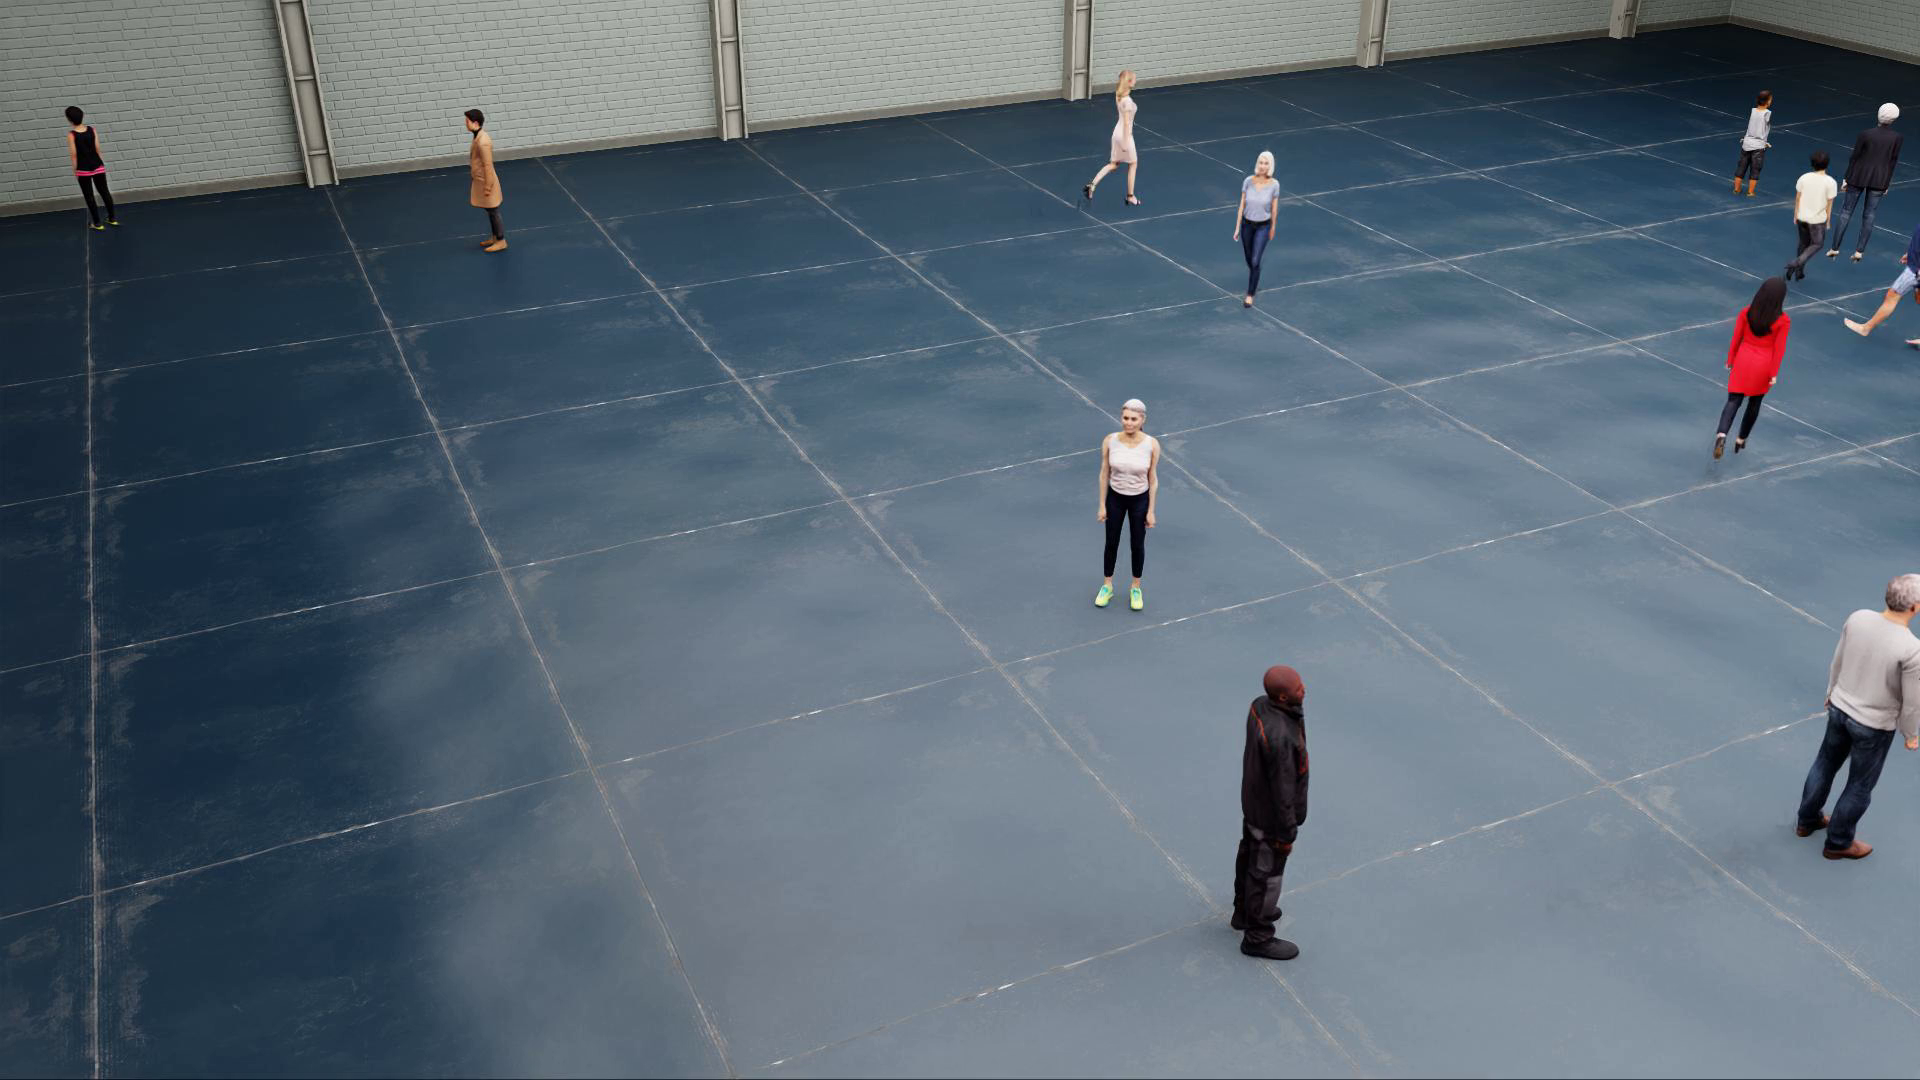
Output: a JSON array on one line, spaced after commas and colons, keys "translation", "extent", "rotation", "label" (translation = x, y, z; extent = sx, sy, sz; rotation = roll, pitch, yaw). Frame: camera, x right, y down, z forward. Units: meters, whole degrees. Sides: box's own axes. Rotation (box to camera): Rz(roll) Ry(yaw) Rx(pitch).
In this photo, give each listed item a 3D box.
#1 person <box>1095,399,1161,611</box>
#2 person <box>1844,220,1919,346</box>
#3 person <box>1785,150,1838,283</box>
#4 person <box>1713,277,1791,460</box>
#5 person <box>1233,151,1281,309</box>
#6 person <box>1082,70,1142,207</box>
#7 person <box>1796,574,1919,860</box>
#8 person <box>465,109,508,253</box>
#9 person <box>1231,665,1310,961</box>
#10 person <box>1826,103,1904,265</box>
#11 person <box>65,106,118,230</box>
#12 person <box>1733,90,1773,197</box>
[{"translation": [1.276, -0.285, 12.633], "extent": [0.651, 1.702, 0.739], "rotation": [5, 29, 10], "label": "person"}, {"translation": [10.111, -2.816, 17.371], "extent": [1.067, 1.715, 1.169], "rotation": [18, 33, 31], "label": "person"}, {"translation": [9.771, -3.675, 19.153], "extent": [0.906, 1.557, 0.702], "rotation": [-16, 32, -27], "label": "person"}, {"translation": [7.055, -1.485, 14.861], "extent": [0.916, 1.725, 1.112], "rotation": [20, 34, 32], "label": "person"}, {"translation": [3.349, -3.536, 18.755], "extent": [1.023, 1.686, 1.159], "rotation": [14, 31, 24], "label": "person"}, {"translation": [2.042, -5.243, 21.835], "extent": [1.063, 1.803, 0.639], "rotation": [-9, 29, -17], "label": "person"}, {"translation": [5.364, 1.062, 9.887], "extent": [0.667, 1.906, 0.771], "rotation": [-9, 29, -17], "label": "person"}, {"translation": [-5.796, -4.411, 20.354], "extent": [0.597, 1.726, 0.641], "rotation": [-12, 30, -21], "label": "person"}, {"translation": [1.698, 1.471, 9.203], "extent": [0.726, 1.826, 0.772], "rotation": [-2, 28, -4], "label": "person"}, {"translation": [9.886, -3.921, 18.186], "extent": [0.822, 1.781, 0.784], "rotation": [11, 30, 20], "label": "person"}, {"translation": [-11.083, -4.752, 21.180], "extent": [0.686, 1.551, 0.598], "rotation": [19, 34, 32], "label": "person"}, {"translation": [10.780, -5.417, 22.531], "extent": [0.598, 1.456, 0.638], "rotation": [-24, 36, -37], "label": "person"}]
